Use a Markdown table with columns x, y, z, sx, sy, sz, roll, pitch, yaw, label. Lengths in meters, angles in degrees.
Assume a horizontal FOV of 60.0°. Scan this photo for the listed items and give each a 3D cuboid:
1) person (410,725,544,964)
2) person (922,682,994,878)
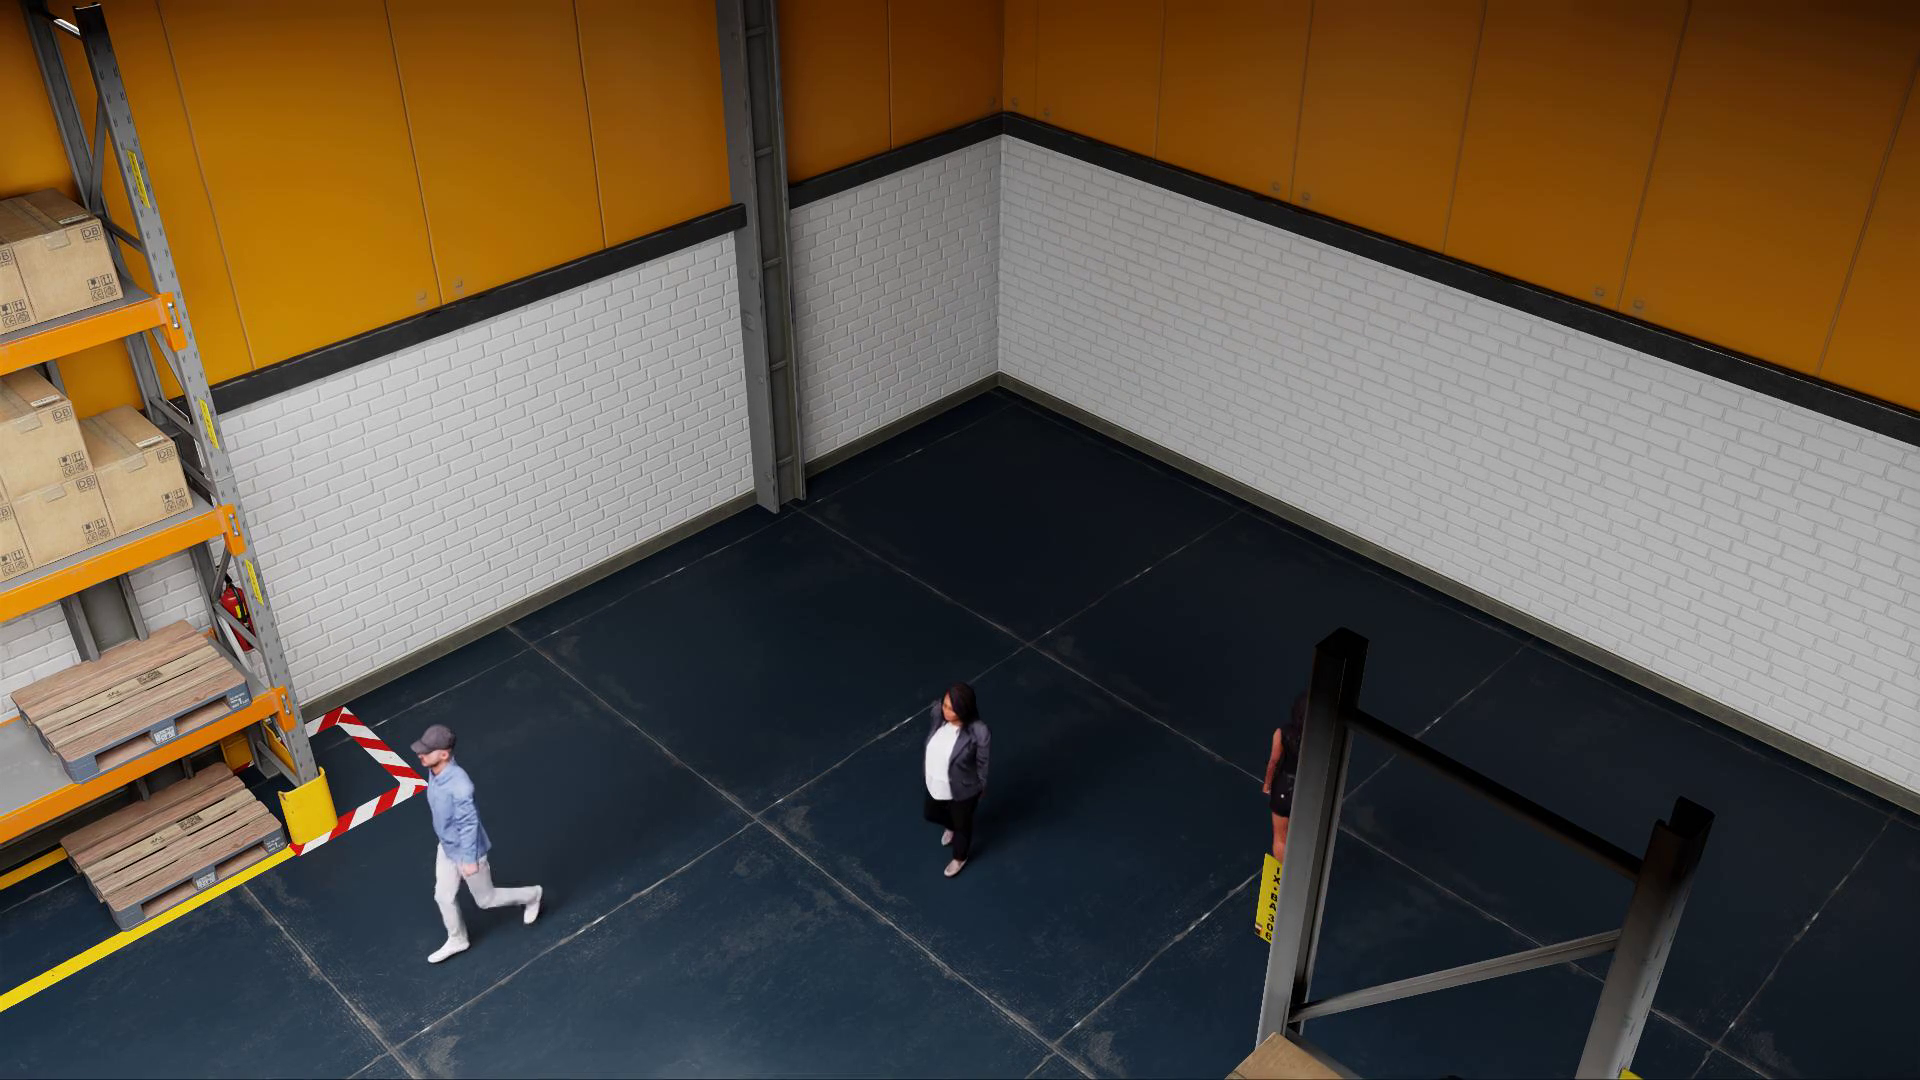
| x | y | z | sx | sy | sz | roll | pitch | yaw | label |
| --- | --- | --- | --- | --- | --- | --- | --- | --- | --- |
| -3.177 | 1.953 | 10.863 | 1.041 | 1.866 | 0.648 | -28 | 42 | -35 | person |
| 0.008 | 1.628 | 11.603 | 0.726 | 1.587 | 0.782 | 21 | 39 | 28 | person |
